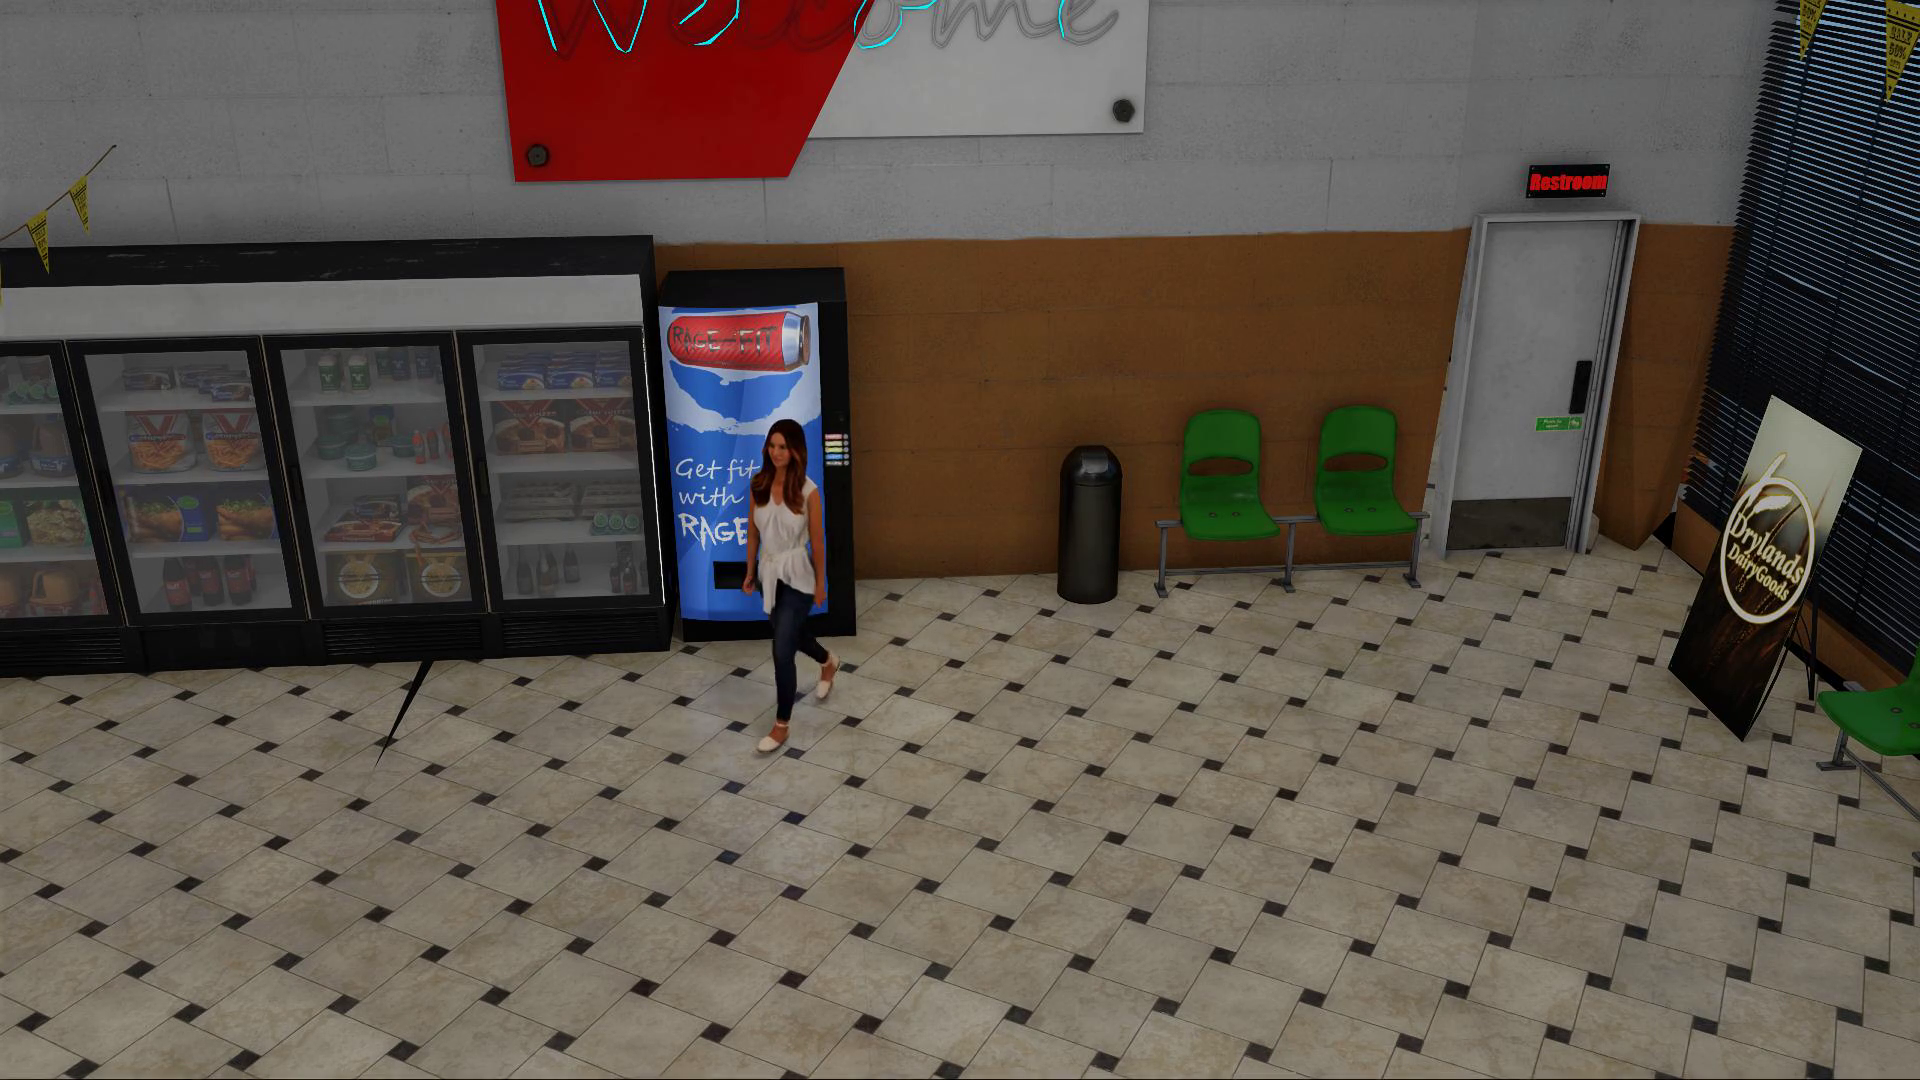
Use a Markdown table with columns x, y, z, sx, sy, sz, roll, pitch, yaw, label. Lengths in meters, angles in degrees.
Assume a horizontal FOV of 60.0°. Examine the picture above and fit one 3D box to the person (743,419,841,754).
| x | y | z | sx | sy | sz | roll | pitch | yaw | label |
| --- | --- | --- | --- | --- | --- | --- | --- | --- | --- |
| -0.866 | 0.191 | 8.806 | 0.983 | 1.753 | 1.132 | 14 | 27 | 29 | person |
